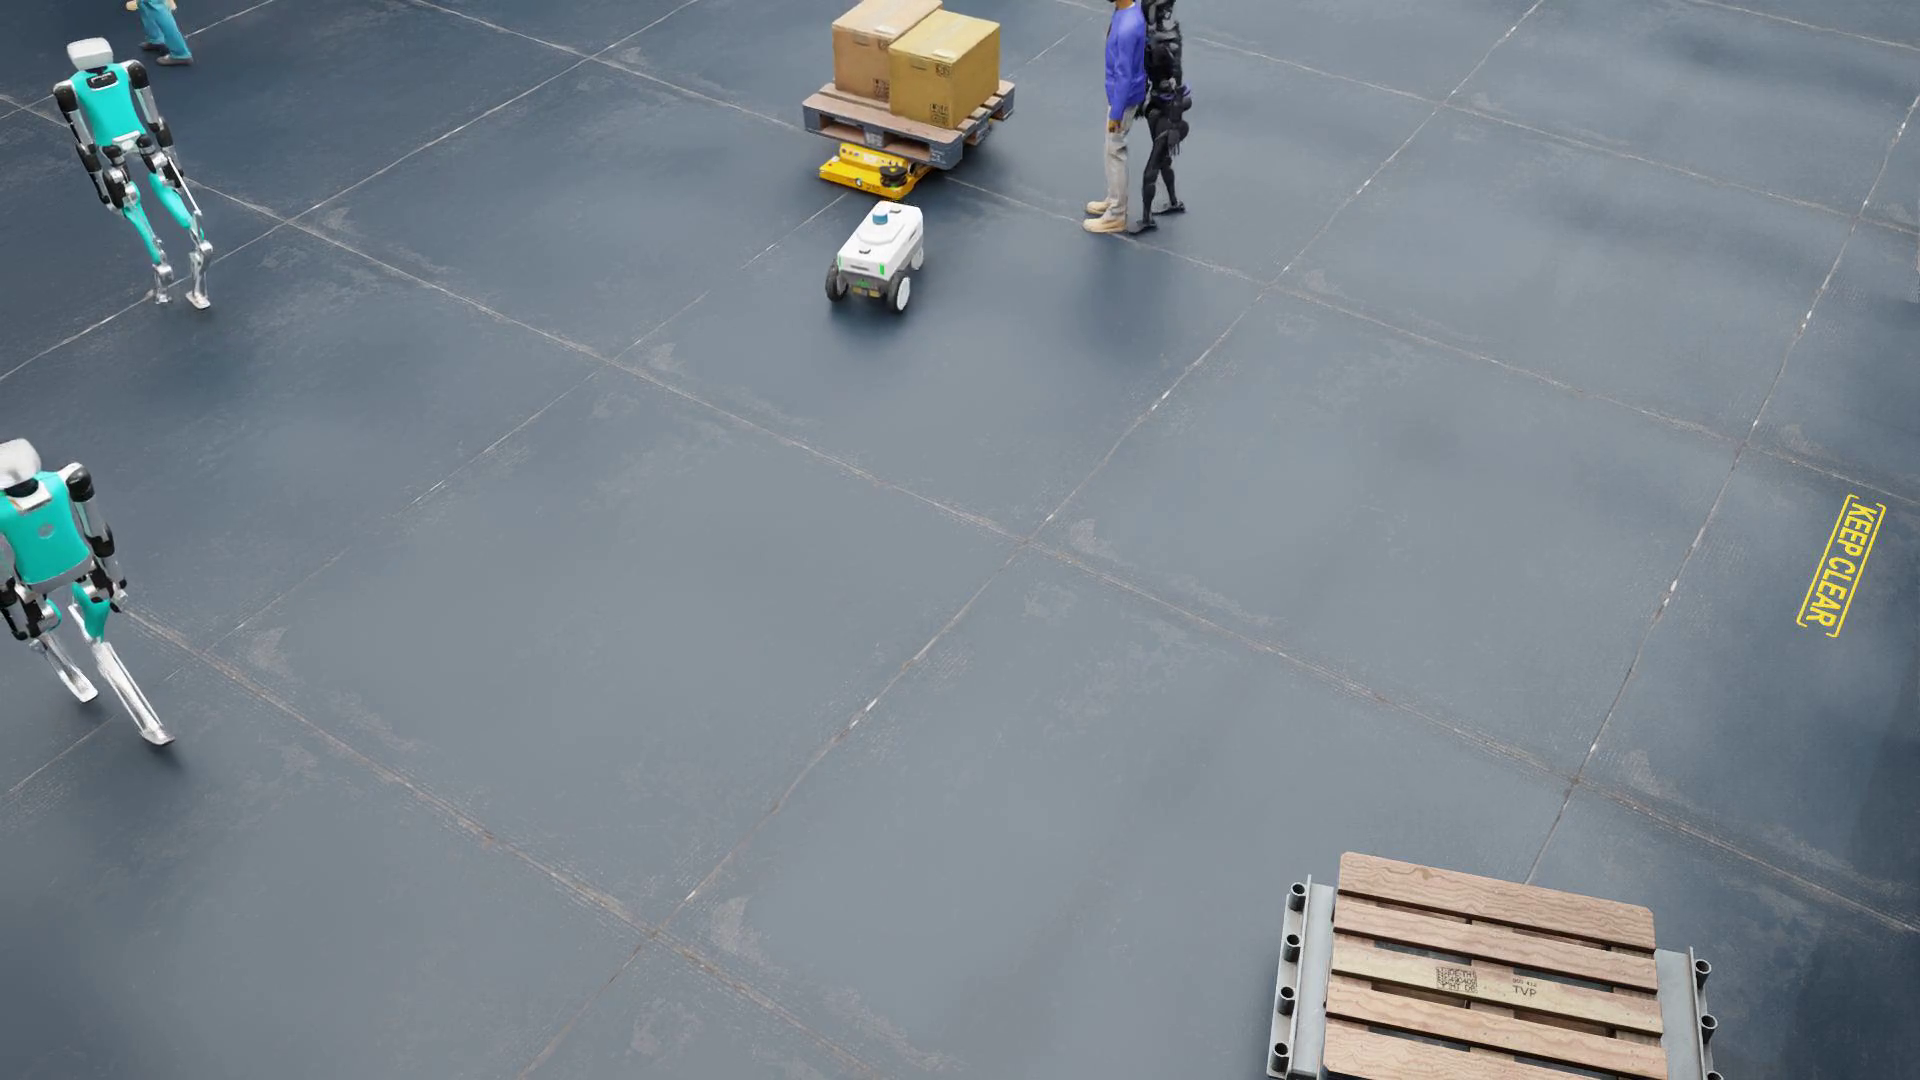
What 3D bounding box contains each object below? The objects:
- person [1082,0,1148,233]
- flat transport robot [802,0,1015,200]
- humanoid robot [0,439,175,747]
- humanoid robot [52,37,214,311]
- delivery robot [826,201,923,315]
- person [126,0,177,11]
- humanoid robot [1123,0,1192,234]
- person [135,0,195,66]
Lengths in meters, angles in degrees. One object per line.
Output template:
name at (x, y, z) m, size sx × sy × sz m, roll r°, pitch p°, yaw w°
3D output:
person at (1.023, -2.892, 10.826) m, size 0.375 × 1.859 × 0.477 m, roll 4°, pitch 42°, yaw 5°
flat transport robot at (-0.367, -2.933, 12.061) m, size 0.659 × 0.231 × 1.431 m, roll 20°, pitch 46°, yaw 21°
humanoid robot at (-4.090, 0.197, 7.480) m, size 1.020 × 1.748 × 0.541 m, roll 30°, pitch 50°, yaw 30°
humanoid robot at (-4.870, -2.079, 10.025) m, size 0.535 × 1.794 × 0.835 m, roll -31°, pitch 50°, yaw -30°
delivery robot at (-0.509, -1.823, 10.617) m, size 0.499 × 0.611 × 0.814 m, roll 14°, pitch 44°, yaw 15°
person at (-6.747, -5.093, 13.367) m, size 0.475 × 1.749 × 0.320 m, roll 25°, pitch 48°, yaw 26°
humanoid robot at (1.316, -2.820, 10.885) m, size 0.531 × 1.634 × 0.601 m, roll -14°, pitch 44°, yaw -15°
person at (-6.364, -4.479, 12.624) m, size 0.694 × 1.818 × 0.593 m, roll 5°, pitch 42°, yaw 6°
